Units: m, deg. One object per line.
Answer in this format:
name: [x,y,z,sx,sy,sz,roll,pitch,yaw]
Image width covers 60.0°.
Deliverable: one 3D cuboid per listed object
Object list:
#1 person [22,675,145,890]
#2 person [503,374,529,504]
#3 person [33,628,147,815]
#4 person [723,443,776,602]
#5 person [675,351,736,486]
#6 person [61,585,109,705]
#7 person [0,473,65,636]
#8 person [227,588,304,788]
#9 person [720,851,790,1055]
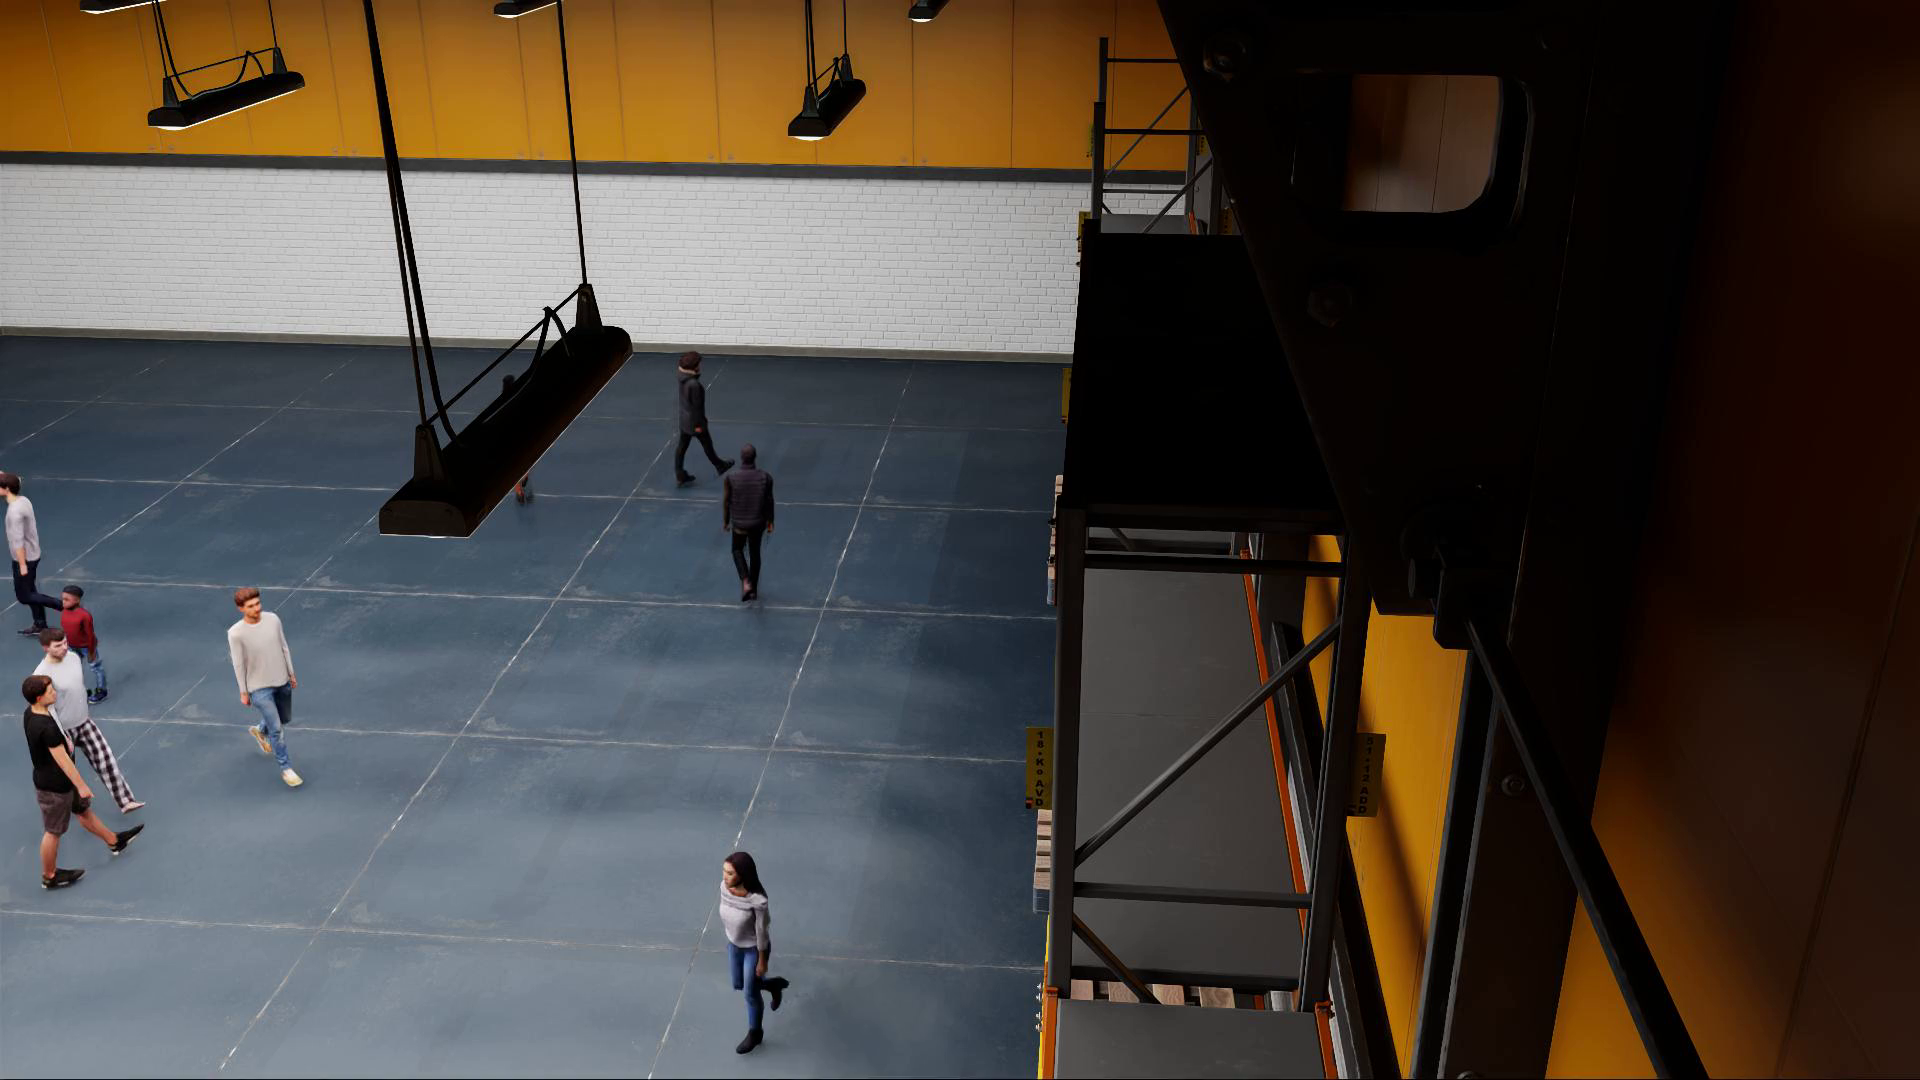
person: [-7.308,1.950,13.261,1.162,1.829,1.120,-18,30,-36]
person: [-5.590,-1.255,20.850,0.853,1.624,1.133,-7,24,-15]
person: [-7.655,1.575,14.154,0.912,1.800,1.170,8,25,17]
person: [-2.300,-0.150,18.069,0.851,1.826,0.944,-4,24,-10]
person: [-3.497,-1.517,21.317,1.148,1.728,1.083,-19,30,-37]
person: [-8.491,0.990,16.184,0.569,1.247,0.589,8,25,17]
person: [-9.649,0.170,17.337,0.946,1.825,0.947,-9,25,-19]
person: [-6.196,1.256,14.784,1.070,1.881,1.112,17,29,34]
person: [-1.403,2.803,11.576,0.849,1.616,0.938,18,29,35]
